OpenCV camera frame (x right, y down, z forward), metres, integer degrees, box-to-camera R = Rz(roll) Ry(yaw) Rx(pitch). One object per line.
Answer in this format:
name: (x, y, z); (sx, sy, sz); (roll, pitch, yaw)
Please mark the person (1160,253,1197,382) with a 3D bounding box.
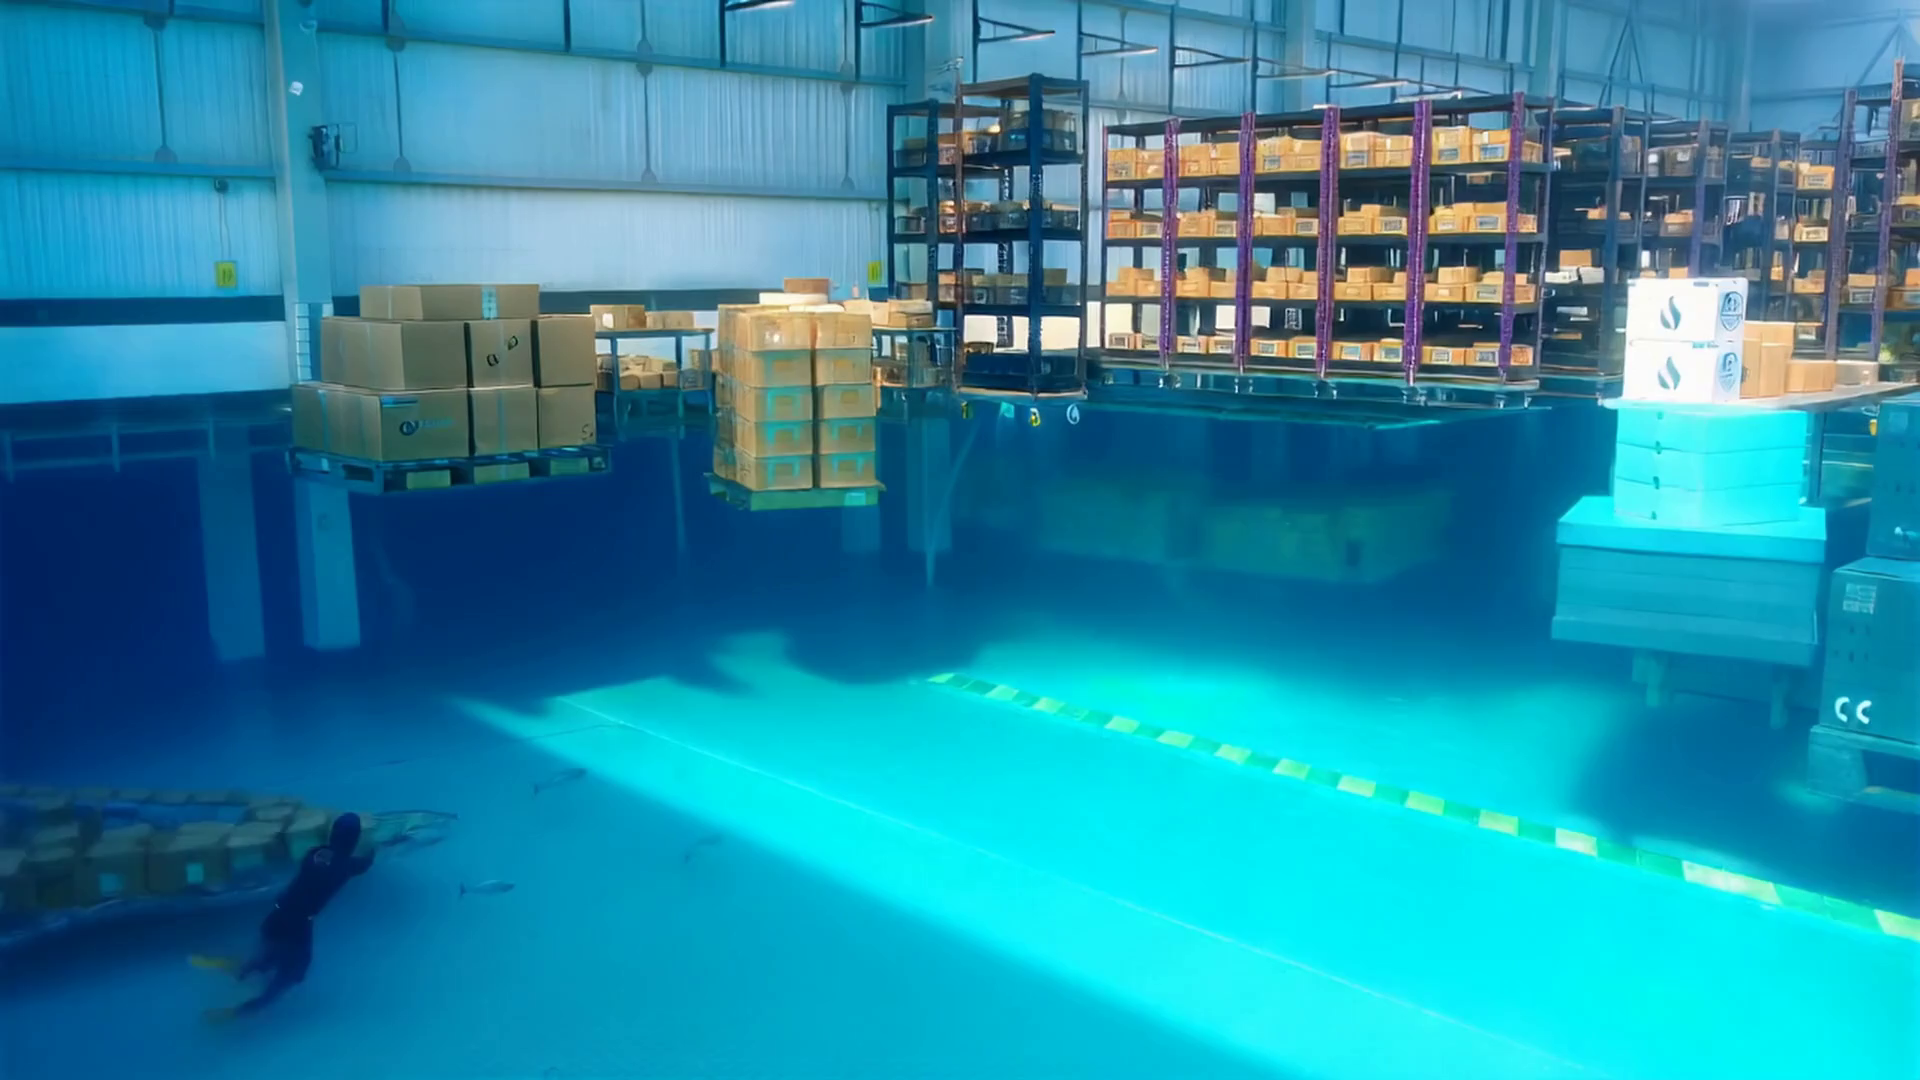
person: (3.170, -3.210, 24.021); (0.571, 1.843, 0.373); (7, 12, 35)
